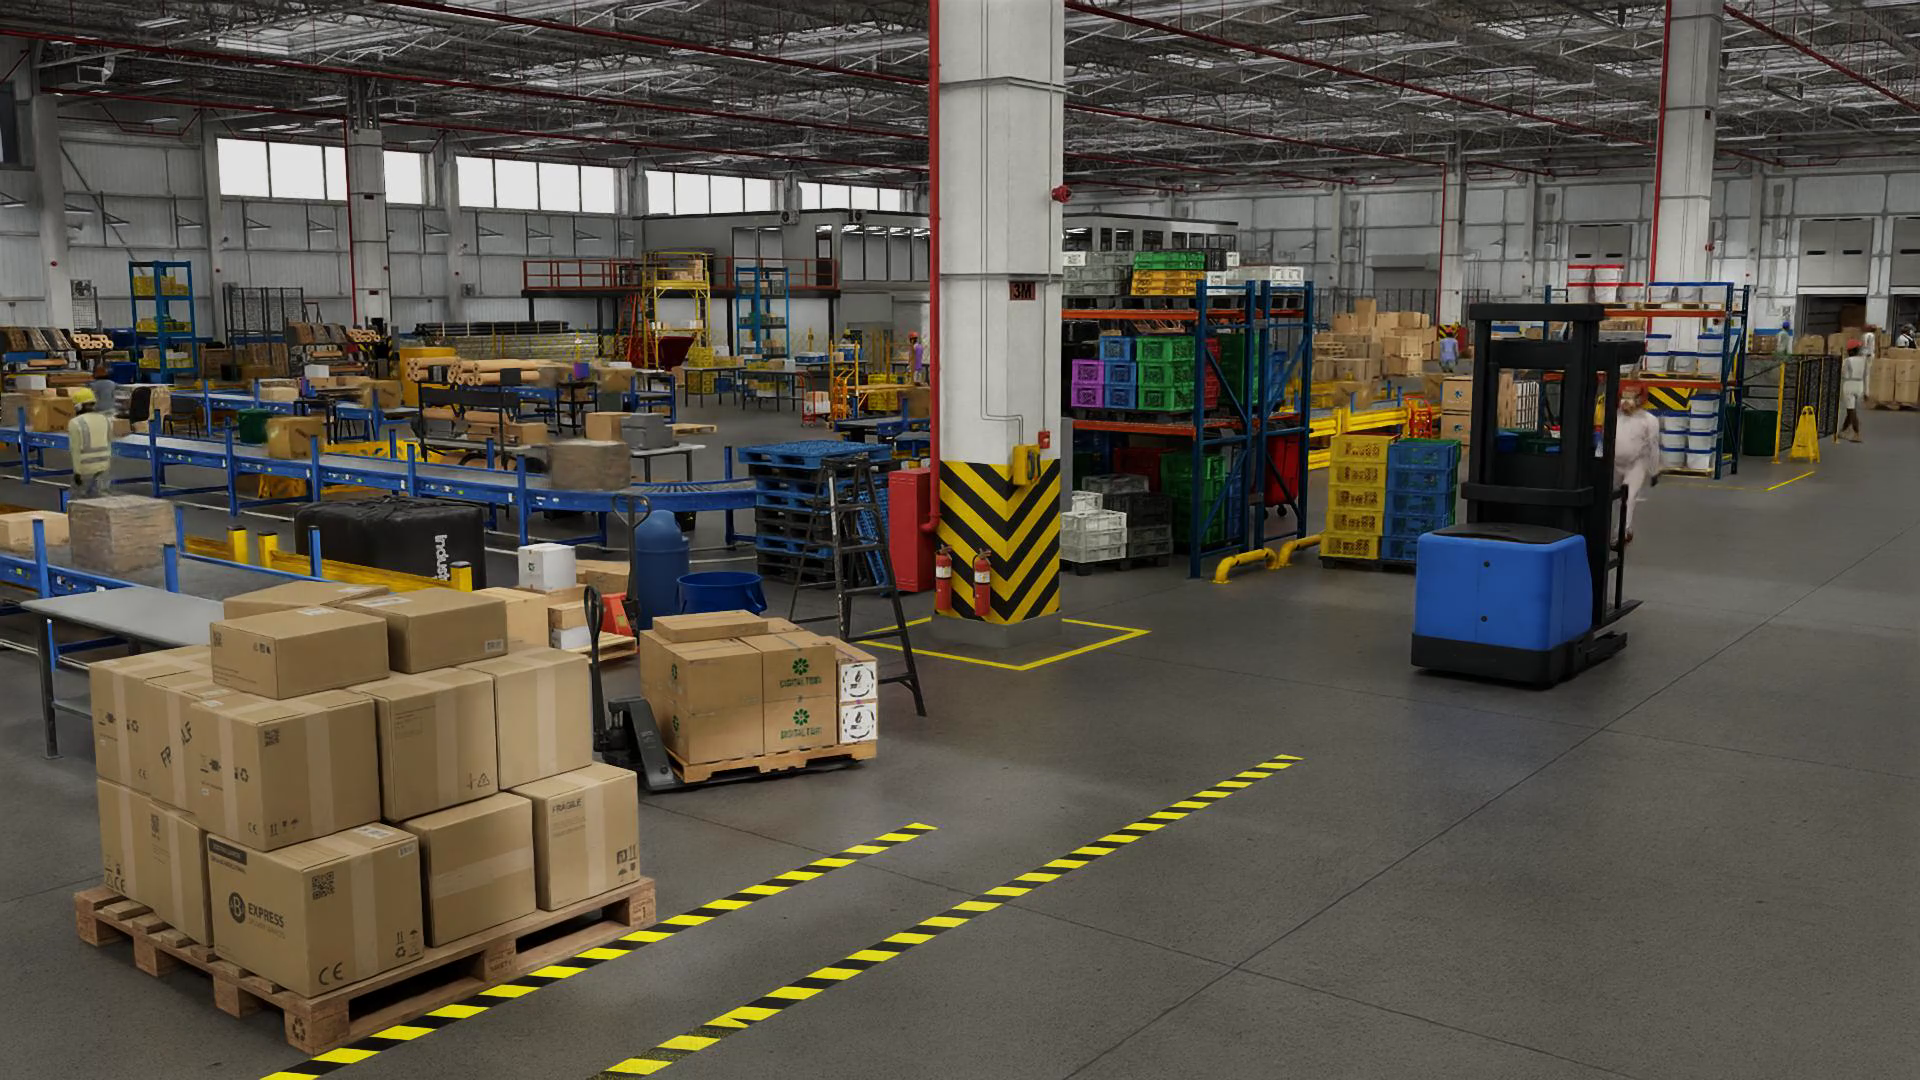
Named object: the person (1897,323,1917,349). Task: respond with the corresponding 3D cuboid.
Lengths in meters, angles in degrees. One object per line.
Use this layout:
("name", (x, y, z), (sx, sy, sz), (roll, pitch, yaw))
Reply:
("person", (27.493, -5.278, 48.293), (0.535, 2.000, 0.674), (8, 12, 43))

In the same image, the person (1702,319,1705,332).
("person", (32.341, -8.793, 72.764), (0.642, 1.815, 0.763), (-7, 11, -41))

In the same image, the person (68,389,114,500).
("person", (-10.163, -0.855, 19.329), (0.922, 1.783, 0.615), (3, 9, 21))

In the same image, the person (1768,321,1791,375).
("person", (28.609, -6.652, 57.911), (0.590, 1.934, 0.621), (0, 8, 3))

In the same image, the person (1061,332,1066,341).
("person", (3.213, -5.926, 53.484), (0.884, 1.805, 0.608), (8, 12, 43))

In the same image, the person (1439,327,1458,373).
("person", (14.618, -5.427, 49.771), (0.553, 1.908, 0.873), (2, 9, 12))

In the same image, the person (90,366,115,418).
("person", (-15.290, -2.295, 29.645), (0.571, 1.613, 0.505), (4, 10, 27))

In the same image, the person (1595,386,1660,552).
("person", (7.577, -0.823, 18.920), (0.661, 1.856, 1.031), (8, 11, 42))

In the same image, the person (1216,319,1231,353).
("person", (9.506, -7.020, 60.188), (0.609, 1.995, 0.378), (7, 11, 39))

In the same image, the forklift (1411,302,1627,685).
("forklift", (4.379, -0.438, 12.852), (1.129, 2.768, 1.873), (7, 11, 37))

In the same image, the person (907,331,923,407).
("person", (-1.168, -4.343, 42.374), (0.374, 1.928, 0.542), (4, 9, 25))

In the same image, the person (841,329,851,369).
("person", (-3.649, -5.925, 53.689), (0.323, 1.736, 0.484), (5, 10, 29))

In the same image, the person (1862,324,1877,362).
("person", (31.202, -6.461, 56.967), (0.981, 1.834, 0.593), (1, 8, 5))

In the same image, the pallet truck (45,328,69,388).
("pallet truck", (-23.775, -4.544, 43.495), (1.885, 1.965, 0.823), (6, 10, 35))

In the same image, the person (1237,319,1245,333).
("person", (11.609, -8.221, 68.534), (0.399, 1.928, 0.542), (4, 9, 23))

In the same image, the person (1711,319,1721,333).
("person", (31.590, -8.370, 69.793), (0.563, 1.841, 0.796), (-6, 10, -34))

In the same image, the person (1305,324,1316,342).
("person", (14.971, -8.599, 71.210), (0.584, 1.882, 0.337), (3, 9, 22))

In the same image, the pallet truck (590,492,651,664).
("pallet truck", (-3.115, 0.344, 12.883), (0.653, 1.274, 1.630), (7, 11, 37))

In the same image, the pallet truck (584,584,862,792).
("pallet truck", (-1.426, 0.805, 10.019), (1.601, 1.201, 0.680), (-4, 9, -26))

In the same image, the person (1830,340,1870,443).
("person", (17.410, -2.917, 32.558), (0.610, 1.985, 1.028), (-1, 9, -9))

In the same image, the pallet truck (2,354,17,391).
("pallet truck", (-24.881, -4.417, 42.634), (1.885, 1.965, 0.823), (8, 11, 41))
